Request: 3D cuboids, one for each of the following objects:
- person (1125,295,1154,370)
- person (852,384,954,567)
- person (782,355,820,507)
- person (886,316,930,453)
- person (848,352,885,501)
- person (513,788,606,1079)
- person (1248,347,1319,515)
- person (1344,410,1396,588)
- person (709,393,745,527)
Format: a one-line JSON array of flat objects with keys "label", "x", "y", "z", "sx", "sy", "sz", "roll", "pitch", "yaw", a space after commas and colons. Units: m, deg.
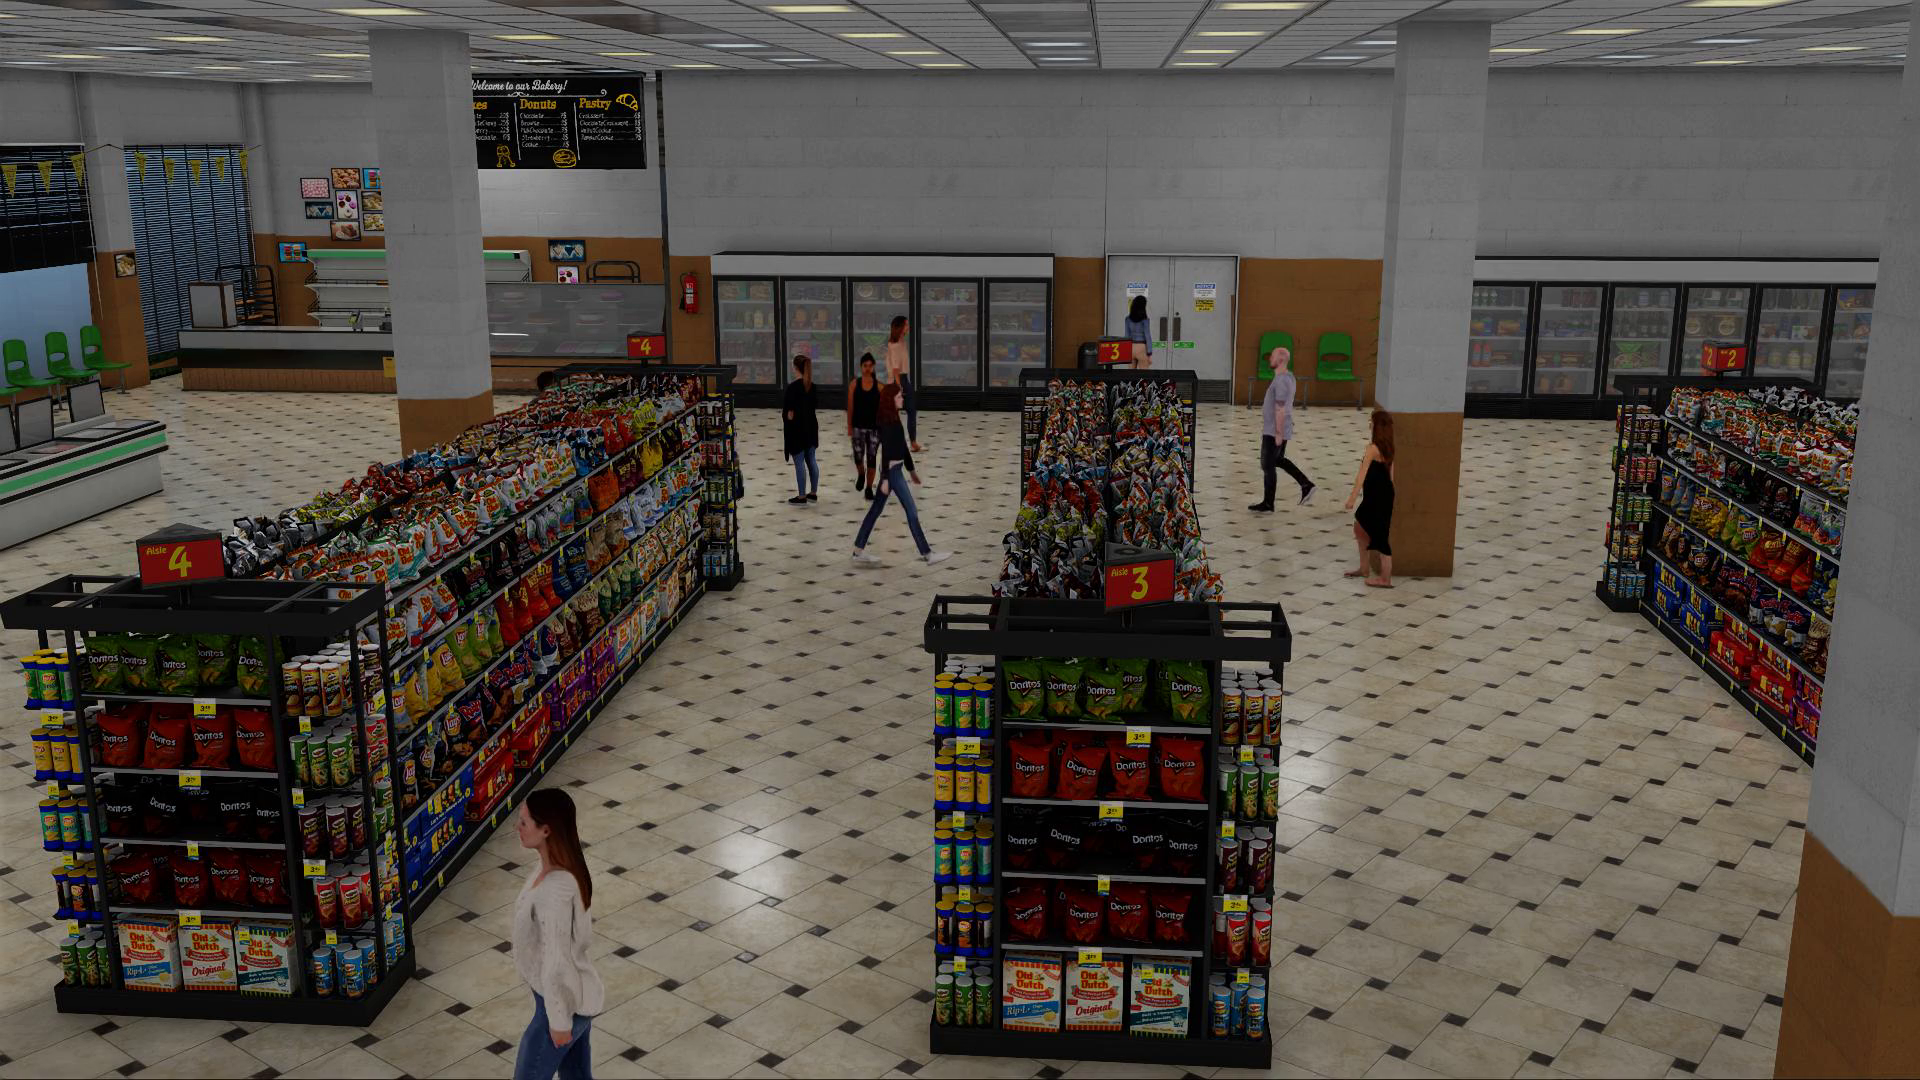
[{"label": "person", "x": 2.618, "y": -2.712, "z": 24.466, "sx": 0.707, "sy": 1.772, "sz": 0.736, "roll": 10, "pitch": 17, "yaw": 37}, {"label": "person", "x": -0.730, "y": -0.566, "z": 15.710, "sx": 0.685, "sy": 1.730, "sz": 1.136, "roll": 2, "pitch": 14, "yaw": 7}, {"label": "person", "x": -1.752, "y": -1.228, "z": 18.536, "sx": 0.781, "sy": 1.683, "sz": 0.687, "roll": 11, "pitch": 18, "yaw": 39}, {"label": "person", "x": -0.885, "y": -1.983, "z": 21.497, "sx": 0.897, "sy": 1.754, "sz": 1.136, "roll": 6, "pitch": 15, "yaw": 23}, {"label": "person", "x": -1.066, "y": -1.303, "z": 18.907, "sx": 0.672, "sy": 1.654, "sz": 0.749, "roll": -2, "pitch": 14, "yaw": -6}, {"label": "person", "x": -1.423, "y": 1.742, "z": 6.294, "sx": 0.761, "sy": 1.681, "sz": 0.598, "roll": -2, "pitch": 14, "yaw": -8}, {"label": "person", "x": 3.537, "y": -1.168, "z": 18.003, "sx": 0.907, "sy": 1.817, "sz": 0.980, "roll": 5, "pitch": 15, "yaw": 21}, {"label": "person", "x": 3.885, "y": -0.360, "z": 15.119, "sx": 0.836, "sy": 1.607, "sz": 0.785, "roll": 8, "pitch": 16, "yaw": 31}, {"label": "person", "x": -2.486, "y": -0.785, "z": 17.211, "sx": 0.804, "sy": 1.446, "sz": 0.743, "roll": -12, "pitch": 18, "yaw": -41}]
